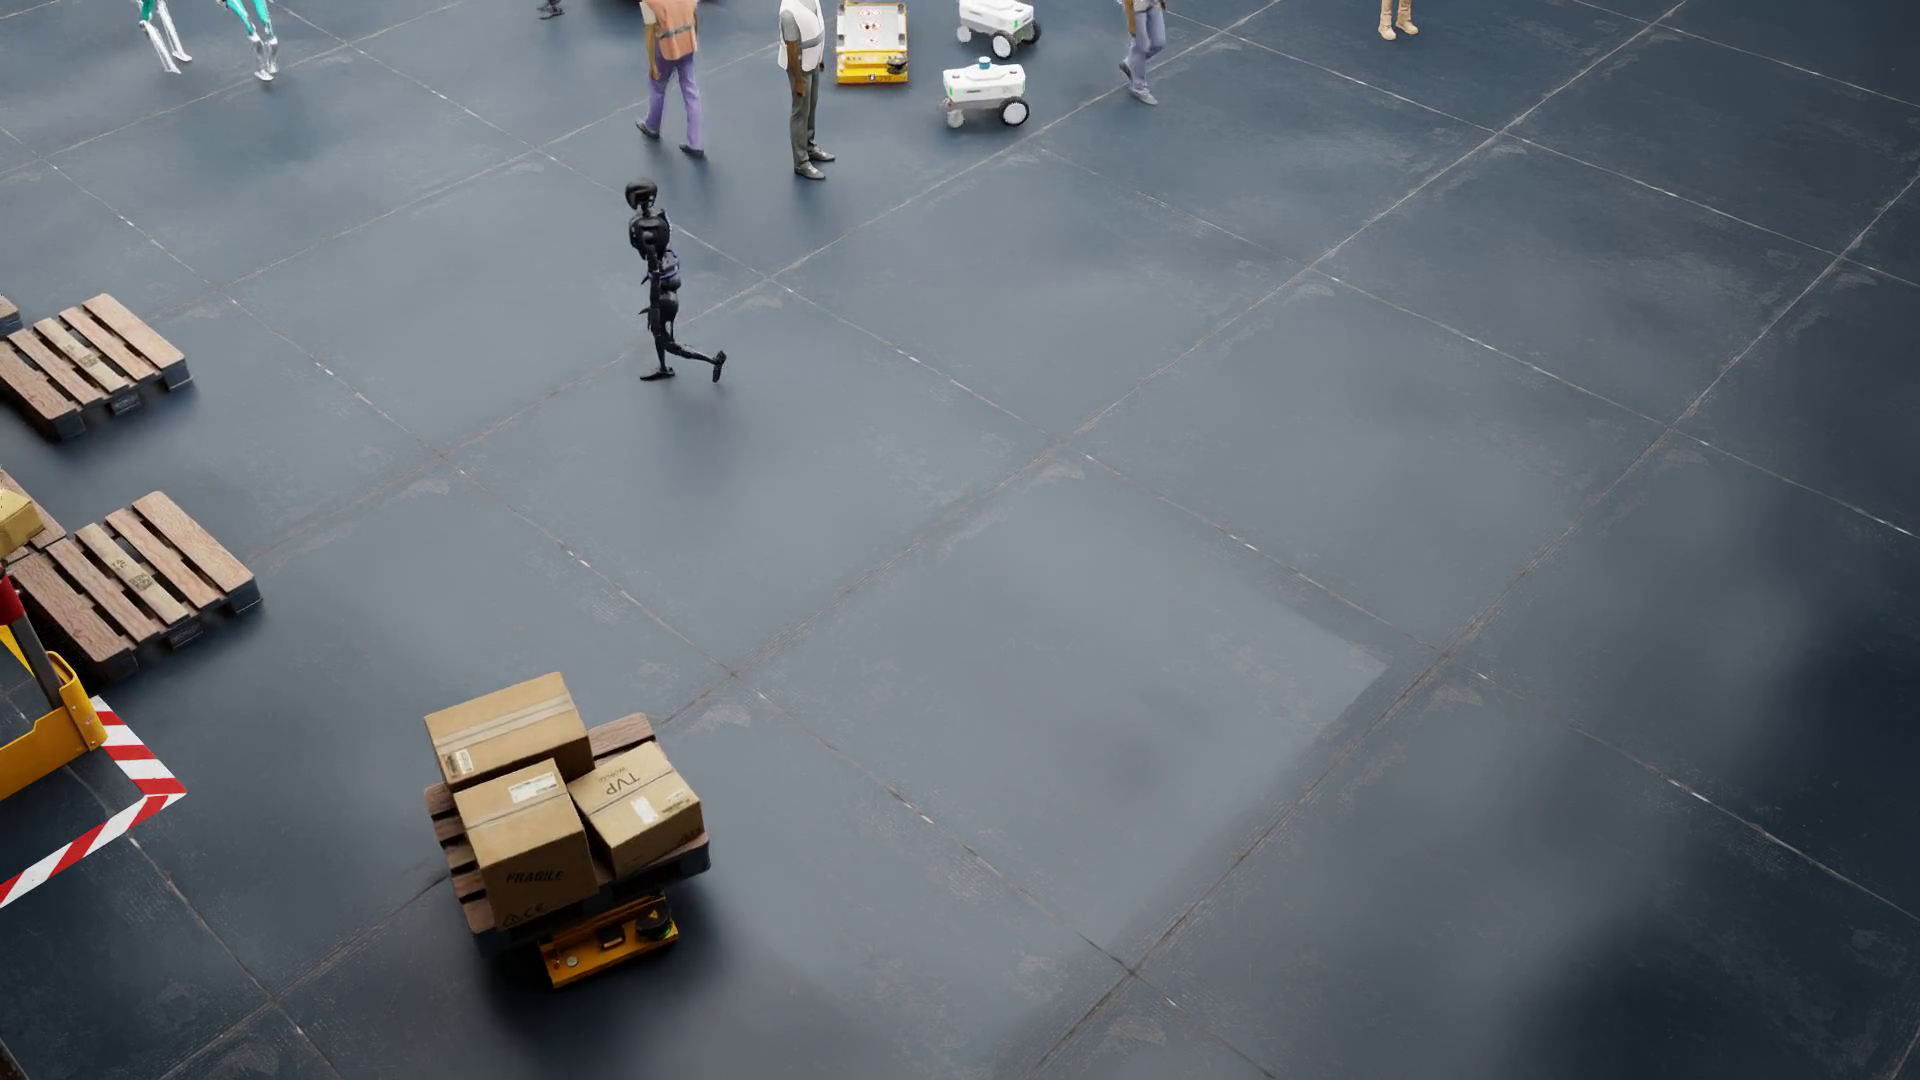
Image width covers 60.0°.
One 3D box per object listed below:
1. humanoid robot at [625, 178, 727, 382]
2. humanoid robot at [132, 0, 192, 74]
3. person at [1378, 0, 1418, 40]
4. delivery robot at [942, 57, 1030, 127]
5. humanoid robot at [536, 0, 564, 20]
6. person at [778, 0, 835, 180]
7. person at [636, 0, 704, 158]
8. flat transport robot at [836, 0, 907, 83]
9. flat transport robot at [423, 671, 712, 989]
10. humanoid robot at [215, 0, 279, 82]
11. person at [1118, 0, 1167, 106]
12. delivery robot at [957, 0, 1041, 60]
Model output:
[{"bbox_3d":[-1.986,-1.779,11.458,0.633,1.636,0.599,-6,42,-7],"label":"humanoid robot"},{"bbox_3d":[-7.441,-5.180,15.189,0.663,1.812,0.533,23,47,23],"label":"humanoid robot"},{"bbox_3d":[4.264,-5.596,15.640,0.496,1.745,0.306,-19,45,-20],"label":"person"},{"bbox_3d":[0.233,-3.982,14.744,0.801,0.602,0.499,-7,42,-7],"label":"delivery robot"},{"bbox_3d":[-4.096,-5.823,15.948,0.328,1.648,0.593,-15,44,-16],"label":"humanoid robot"},{"bbox_3d":[-1.284,-3.891,13.678,0.388,1.837,0.564,10,43,10],"label":"person"},{"bbox_3d":[-2.493,-4.162,14.002,0.580,1.802,0.881,-31,50,-30],"label":"person"},{"bbox_3d":[-0.840,-4.748,15.804,0.659,0.231,1.431,-2,42,-2],"label":"flat transport robot"},{"bbox_3d":[-2.030,1.635,8.708,0.659,0.231,1.431,-19,45,-20],"label":"flat transport robot"},{"bbox_3d":[-6.368,-4.879,14.865,0.554,1.788,0.801,-26,48,-26],"label":"humanoid robot"},{"bbox_3d":[1.593,-4.670,14.565,0.612,1.814,0.471,-34,52,-32],"label":"person"},{"bbox_3d":[0.354,-4.954,15.815,0.785,0.589,0.499,26,48,26],"label":"delivery robot"}]
